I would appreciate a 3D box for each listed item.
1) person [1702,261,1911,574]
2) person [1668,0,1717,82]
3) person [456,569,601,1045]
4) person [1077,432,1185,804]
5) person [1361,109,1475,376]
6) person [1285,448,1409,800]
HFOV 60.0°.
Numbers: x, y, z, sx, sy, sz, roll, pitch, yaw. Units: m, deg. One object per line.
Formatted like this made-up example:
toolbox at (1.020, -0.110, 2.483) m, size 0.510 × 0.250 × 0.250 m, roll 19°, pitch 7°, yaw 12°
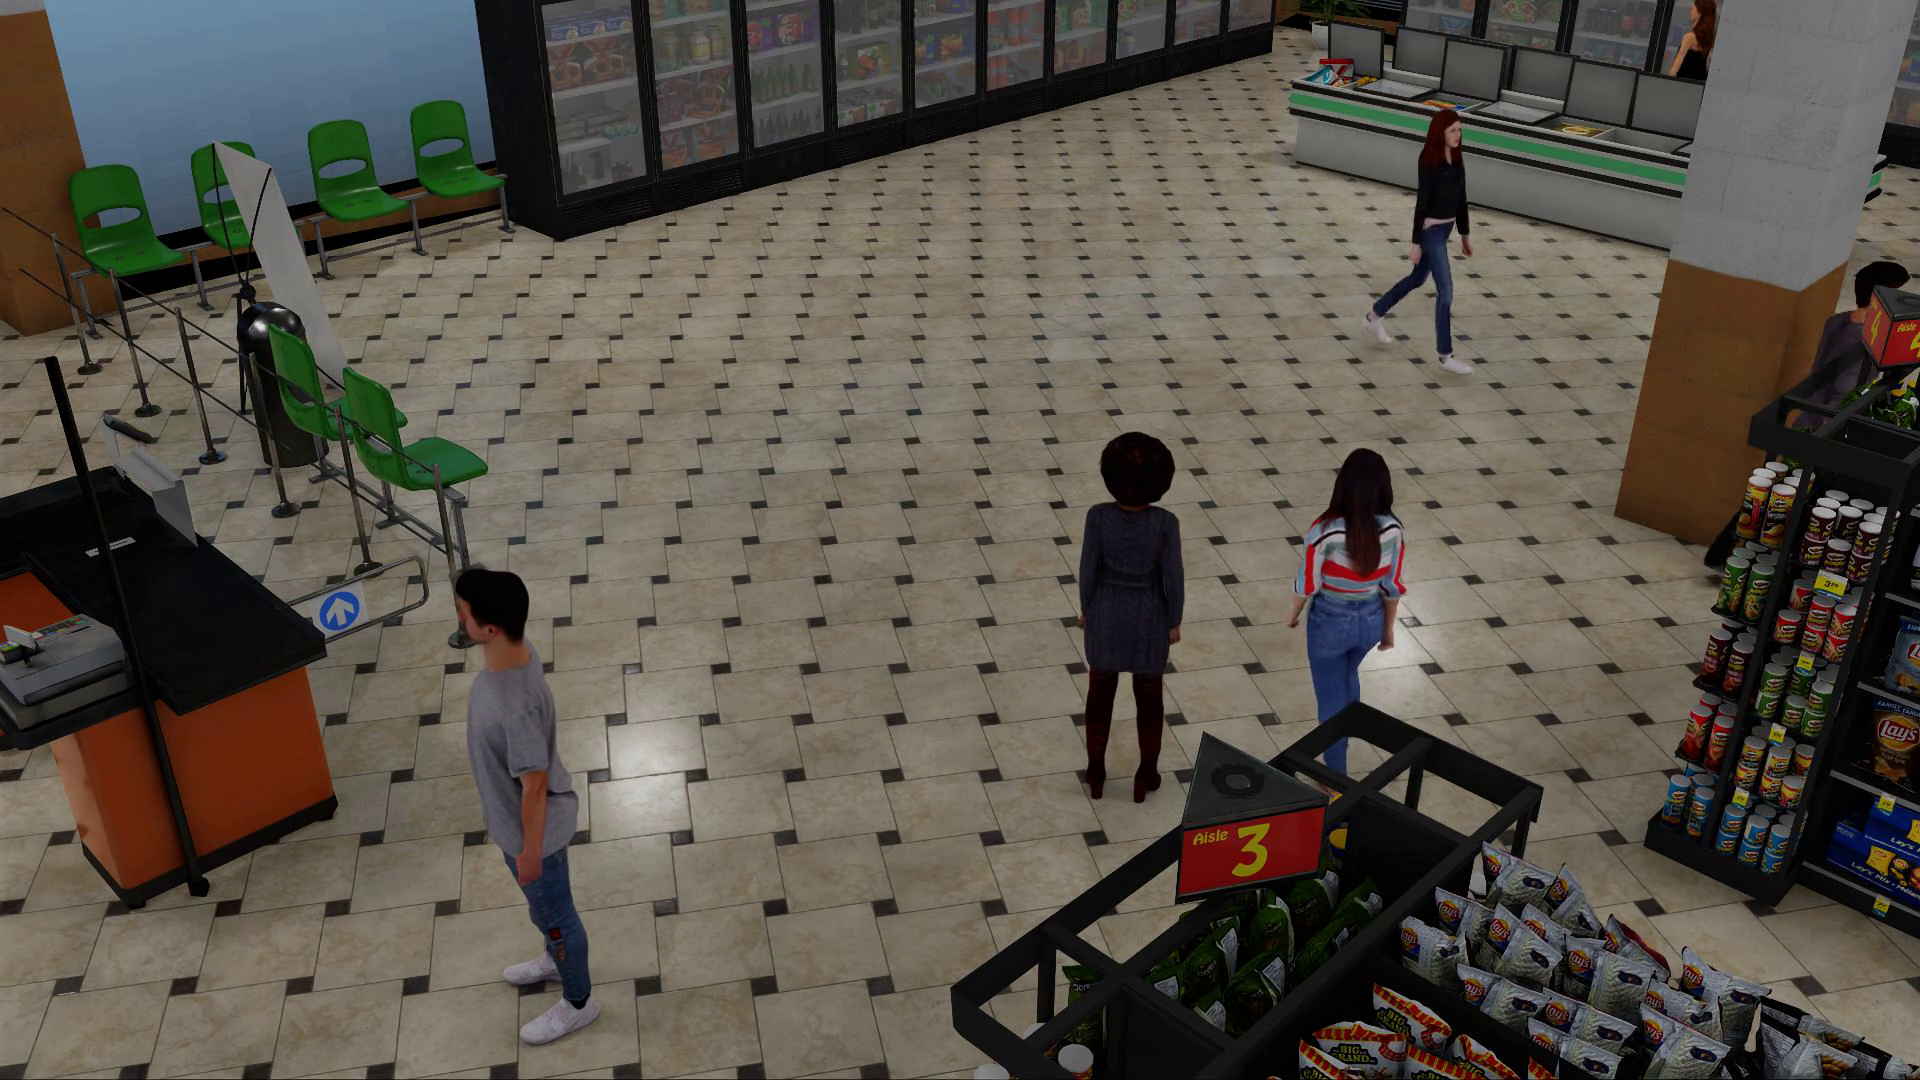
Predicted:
person at (4.332, -0.520, 8.520) m, size 1.286 × 1.796 × 1.153 m, roll 4°, pitch 29°, yaw 7°
person at (6.811, -4.204, 15.451) m, size 0.651 × 1.621 × 0.631 m, roll -19°, pitch 34°, yaw -30°
person at (-1.498, 0.918, 5.793) m, size 0.811 × 1.885 × 0.661 m, roll -11°, pitch 30°, yaw -19°
person at (0.707, 0.348, 7.020) m, size 0.616 × 1.710 × 0.726 m, roll 6°, pitch 29°, yaw 12°
person at (3.169, -2.056, 11.388) m, size 0.619 × 1.744 × 1.201 m, roll -24°, pitch 37°, yaw -36°
person at (1.662, 0.411, 7.023) m, size 0.780 × 1.596 × 0.854 m, roll -8°, pitch 30°, yaw -14°
